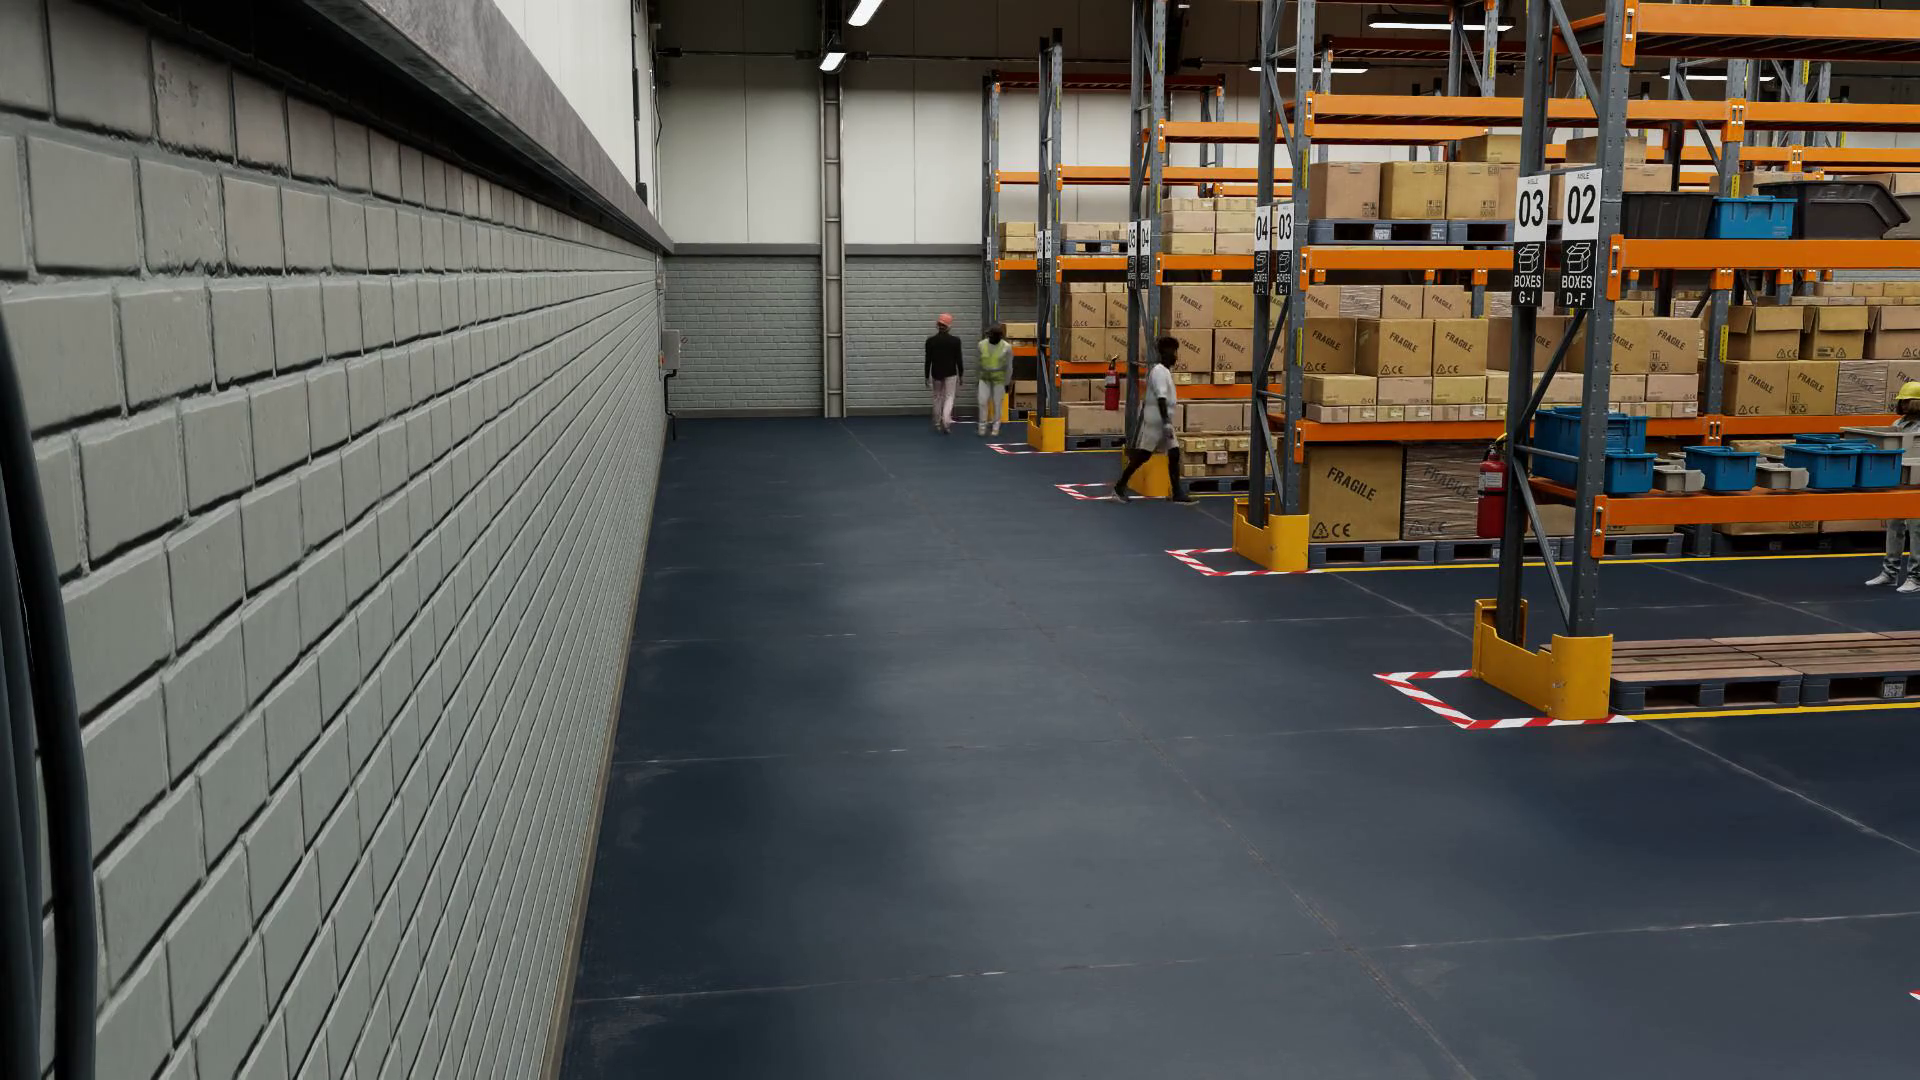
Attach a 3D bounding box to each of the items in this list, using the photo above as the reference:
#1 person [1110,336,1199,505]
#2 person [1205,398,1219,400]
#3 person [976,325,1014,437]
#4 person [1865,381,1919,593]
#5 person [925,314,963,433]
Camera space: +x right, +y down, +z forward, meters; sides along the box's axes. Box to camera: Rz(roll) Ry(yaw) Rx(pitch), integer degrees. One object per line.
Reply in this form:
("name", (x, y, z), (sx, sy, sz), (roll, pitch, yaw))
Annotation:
("person", (2.197, -1.347, 18.853), (0.985, 1.912, 0.680), (3, 10, 18))
("person", (4.080, -2.556, 26.553), (0.449, 1.828, 0.600), (-1, 9, -8))
("person", (0.538, -2.528, 26.512), (0.653, 1.792, 0.681), (3, 10, 18))
("person", (7.828, -0.439, 13.766), (0.299, 1.745, 0.483), (-2, 10, -15))
("person", (-0.272, -2.727, 27.243), (0.631, 1.960, 0.915), (2, 9, 10))
